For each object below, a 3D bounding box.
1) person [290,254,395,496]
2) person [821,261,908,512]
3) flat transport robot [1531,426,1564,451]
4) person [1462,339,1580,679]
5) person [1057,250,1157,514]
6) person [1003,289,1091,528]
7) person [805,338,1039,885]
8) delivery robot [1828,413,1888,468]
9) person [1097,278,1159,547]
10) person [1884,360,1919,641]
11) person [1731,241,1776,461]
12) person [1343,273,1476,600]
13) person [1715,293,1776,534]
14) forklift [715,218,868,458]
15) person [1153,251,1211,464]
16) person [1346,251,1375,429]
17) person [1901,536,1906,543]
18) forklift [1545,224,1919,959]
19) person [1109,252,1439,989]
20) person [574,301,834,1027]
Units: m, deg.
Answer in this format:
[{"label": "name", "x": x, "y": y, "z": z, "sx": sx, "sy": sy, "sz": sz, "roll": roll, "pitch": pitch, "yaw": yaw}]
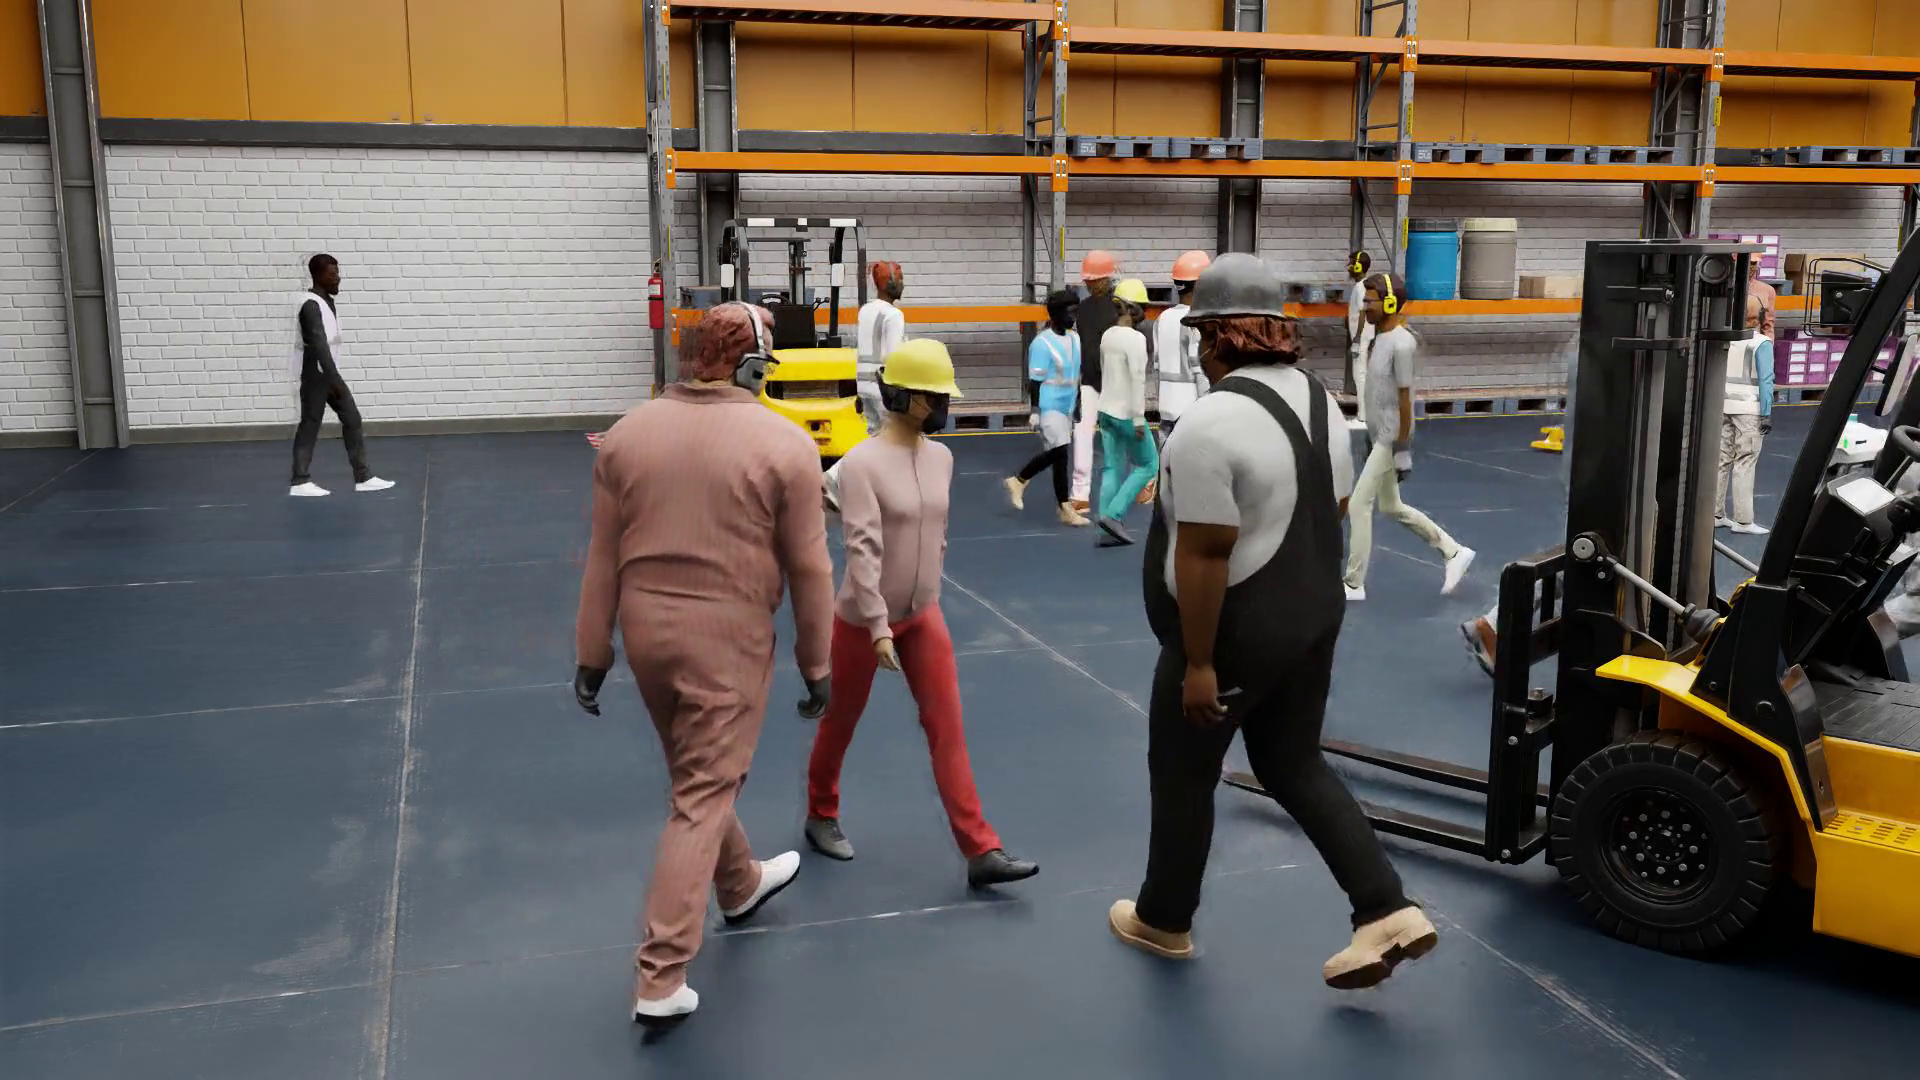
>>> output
[{"label": "person", "x": -4.877, "y": -1.277, "z": 13.008, "sx": 0.886, "sy": 1.886, "sz": 0.608, "roll": -1, "pitch": 10, "yaw": -3}, {"label": "person", "x": -0.648, "y": -1.038, "z": 11.769, "sx": 0.690, "sy": 1.863, "sz": 0.586, "roll": -6, "pitch": 12, "yaw": -28}, {"label": "flat transport robot", "x": 6.153, "y": -0.988, "z": 15.843, "sx": 1.431, "sy": 0.197, "sz": 0.652, "roll": -8, "pitch": 13, "yaw": -36}, {"label": "person", "x": 2.716, "y": -0.238, "z": 7.239, "sx": 0.880, "sy": 1.916, "sz": 0.636, "roll": 2, "pitch": 11, "yaw": 13}, {"label": "person", "x": 1.140, "y": -1.174, "z": 12.316, "sx": 0.619, "sy": 1.943, "sz": 1.020, "roll": 10, "pitch": 14, "yaw": 43}, {"label": "person", "x": 0.596, "y": -0.930, "z": 11.708, "sx": 0.734, "sy": 1.653, "sz": 0.571, "roll": 7, "pitch": 13, "yaw": 35}, {"label": "person", "x": -0.180, "y": 0.232, "z": 5.206, "sx": 0.536, "sy": 1.708, "sz": 0.944, "roll": -10, "pitch": 14, "yaw": -44}, {"label": "delivery robot", "x": 7.385, "y": -0.809, "z": 13.828, "sx": 0.707, "sy": 0.478, "sz": 0.477, "roll": -7, "pitch": 13, "yaw": -34}, {"label": "person", "x": 1.073, "y": -0.812, "z": 10.795, "sx": 0.394, "sy": 1.749, "sz": 0.541, "roll": -5, "pitch": 11, "yaw": -23}, {"label": "person", "x": 3.903, "y": -0.153, "z": 6.739, "sx": 0.750, "sy": 1.923, "sz": 0.620, "roll": 8, "pitch": 13, "yaw": 39}, {"label": "person", "x": 6.942, "y": -1.667, "z": 14.875, "sx": 0.617, "sy": 1.989, "sz": 0.398, "roll": 2, "pitch": 10, "yaw": 10}, {"label": "person", "x": 2.440, "y": -0.554, "z": 9.206, "sx": 0.864, "sy": 1.838, "sz": 0.537, "roll": 0, "pitch": 10, "yaw": 2}, {"label": "person", "x": 5.357, "y": -0.861, "z": 11.388, "sx": 0.309, "sy": 1.643, "sz": 0.514, "roll": -3, "pitch": 11, "yaw": -14}, {"label": "forklift", "x": -1.522, "y": -1.778, "z": 14.899, "sx": 1.214, "sy": 2.155, "sz": 2.313, "roll": -3, "pitch": 11, "yaw": -17}, {"label": "person", "x": 1.380, "y": -0.762, "z": 10.034, "sx": 0.358, "sy": 1.938, "sz": 0.542, "roll": -5, "pitch": 11, "yaw": -25}, {"label": "person", "x": 4.212, "y": -2.101, "z": 17.562, "sx": 0.313, "sy": 1.869, "sz": 0.528, "roll": 4, "pitch": 11, "yaw": 22}, {"label": "person", "x": 6.047, "y": -0.710, "z": 9.927, "sx": 0.547, "sy": 1.878, "sz": 0.648, "roll": -1, "pitch": 10, "yaw": -5}, {"label": "forklift", "x": 2.909, "y": 0.117, "z": 4.508, "sx": 2.313, "sy": 2.155, "sz": 1.214, "roll": 9, "pitch": 14, "yaw": 40}, {"label": "person", "x": 0.852, "y": 0.203, "z": 4.459, "sx": 0.709, "sy": 2.000, "sz": 0.900, "roll": -10, "pitch": 14, "yaw": -42}, {"label": "person", "x": -0.675, "y": 0.297, "z": 4.487, "sx": 0.681, "sy": 1.851, "sz": 1.018, "roll": 4, "pitch": 11, "yaw": 23}]
